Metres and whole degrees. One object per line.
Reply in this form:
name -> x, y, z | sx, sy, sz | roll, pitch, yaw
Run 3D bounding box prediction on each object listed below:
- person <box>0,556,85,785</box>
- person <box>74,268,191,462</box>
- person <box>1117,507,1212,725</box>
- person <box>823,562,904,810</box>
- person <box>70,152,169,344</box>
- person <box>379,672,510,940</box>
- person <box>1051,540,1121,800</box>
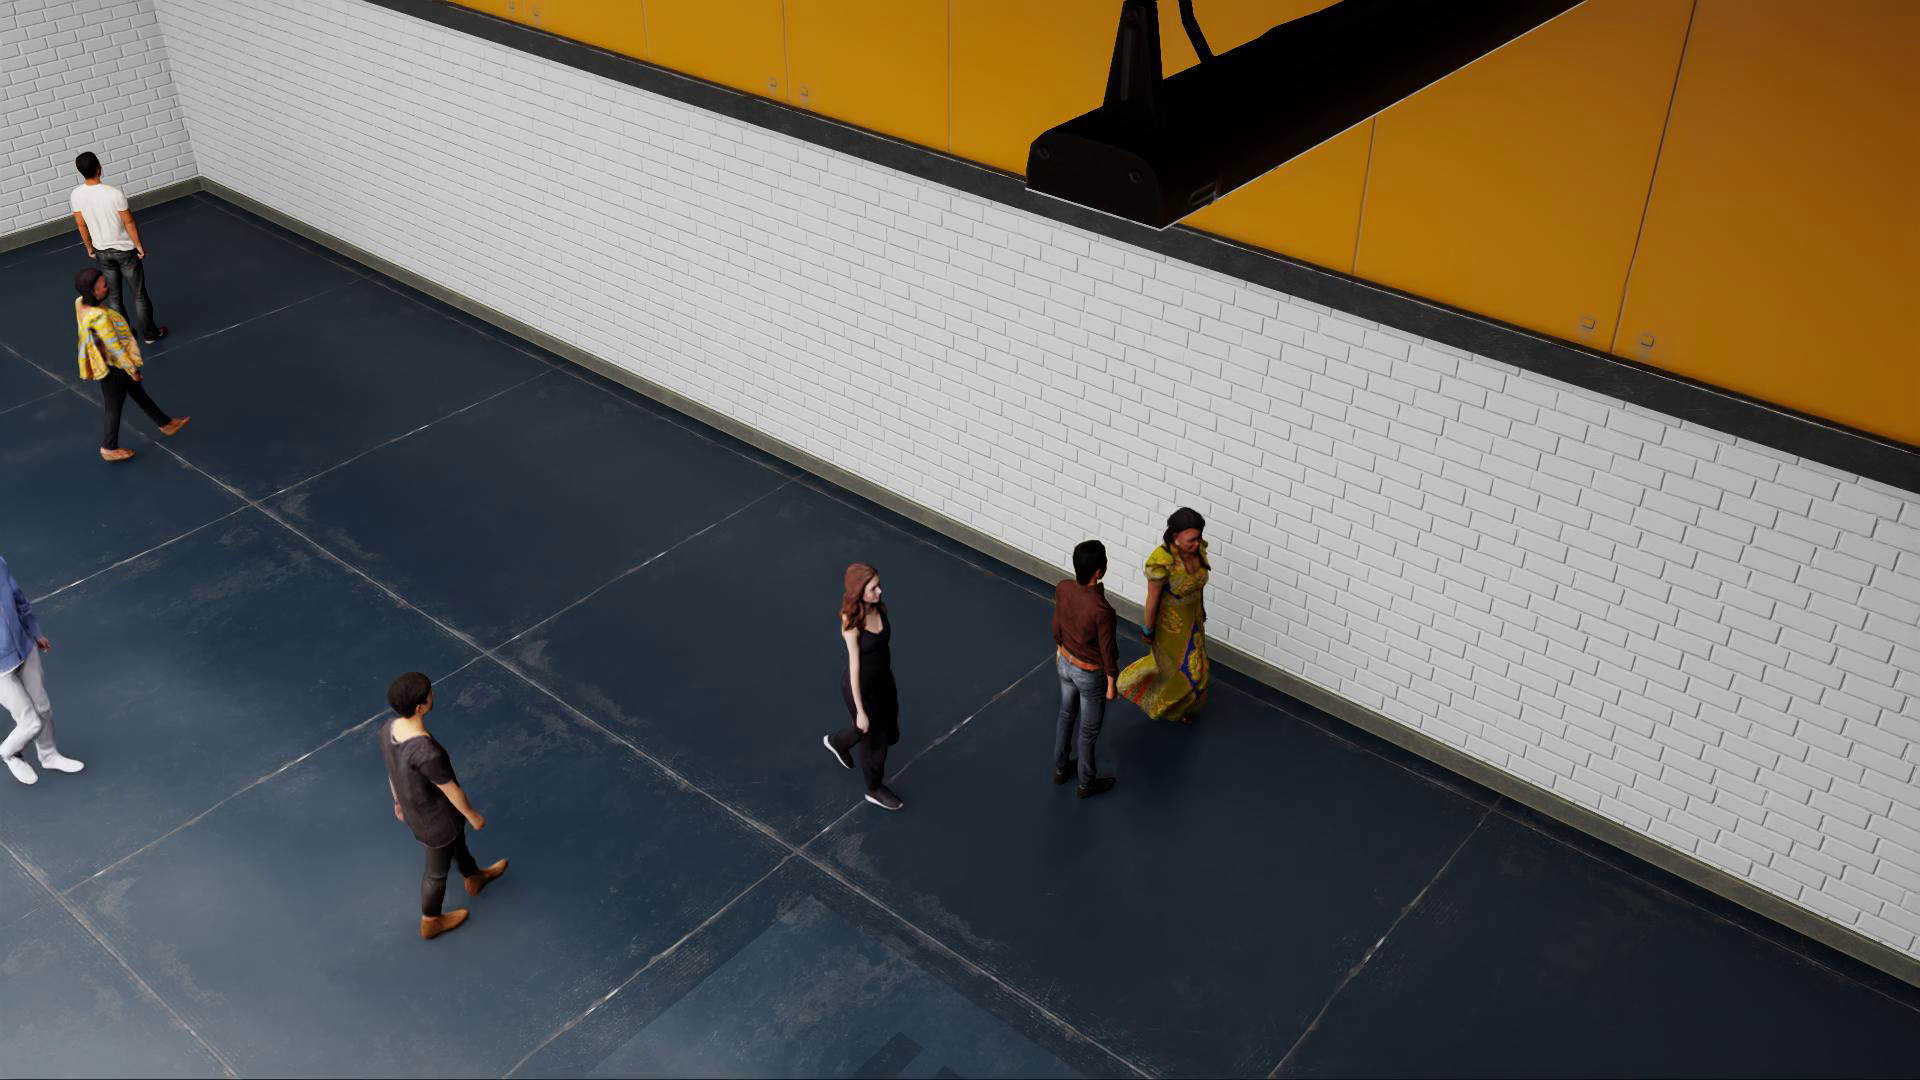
person -> -5.783, 0.672, 9.951 | 0.846, 1.875, 0.764 | 8, 34, 12
person -> -6.827, -1.353, 13.224 | 1.045, 1.622, 0.840 | -23, 40, -31
person -> 1.277, 0.472, 10.472 | 0.784, 1.640, 0.775 | 26, 42, 33
person -> -0.616, 0.845, 9.818 | 0.728, 1.733, 0.814 | 17, 37, 24
person -> -7.623, -2.622, 14.979 | 0.707, 1.803, 0.762 | -2, 34, -3
person -> -2.903, 1.471, 8.910 | 0.893, 1.695, 0.698 | -25, 41, -32
person -> 0.731, 0.772, 9.886 | 0.574, 1.779, 0.678 | -26, 41, -33
